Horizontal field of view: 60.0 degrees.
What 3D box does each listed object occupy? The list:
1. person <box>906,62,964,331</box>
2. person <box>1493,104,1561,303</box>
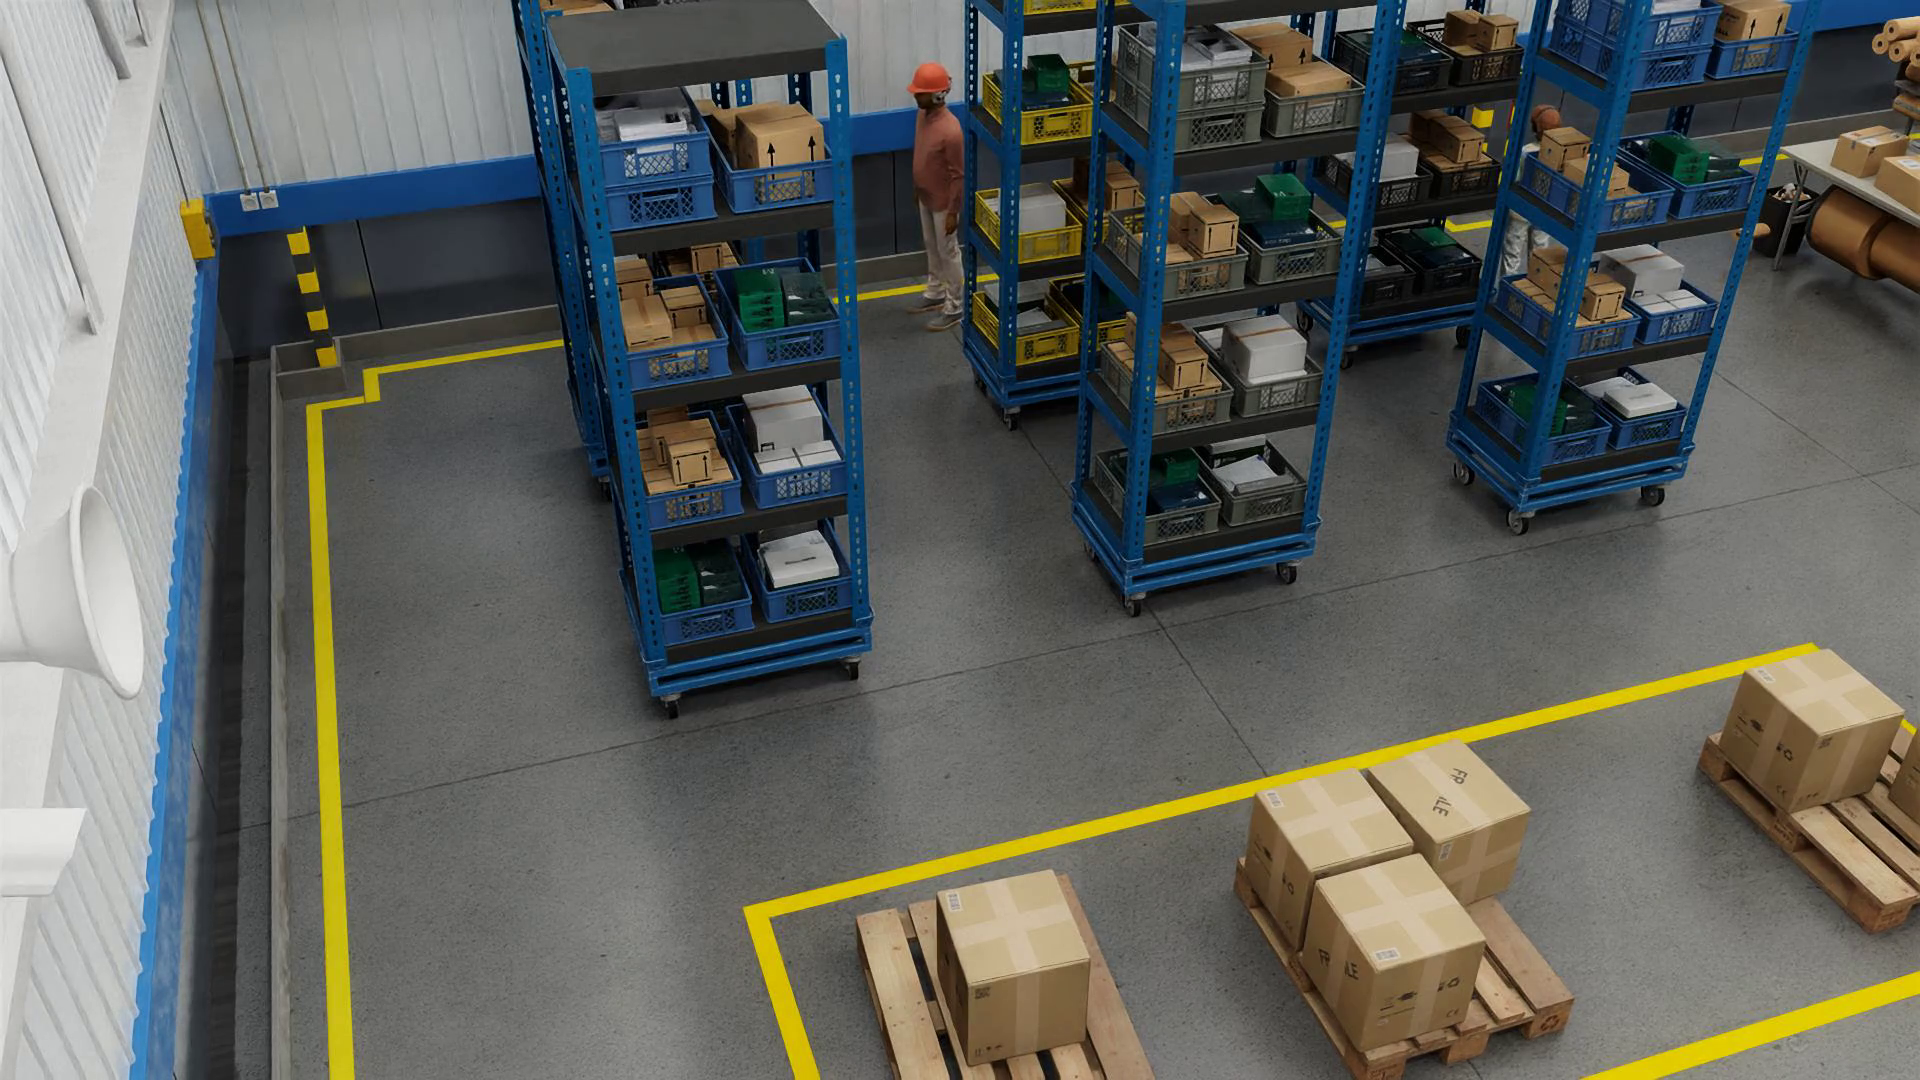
[{"bbox_3d":[-0.178,-2.489,12.075,0.395,1.993,0.614,-15,38,-21],"label":"person"},{"bbox_3d":[4.179,-2.388,12.238,0.523,1.638,0.310,-8,36,-11],"label":"person"}]
